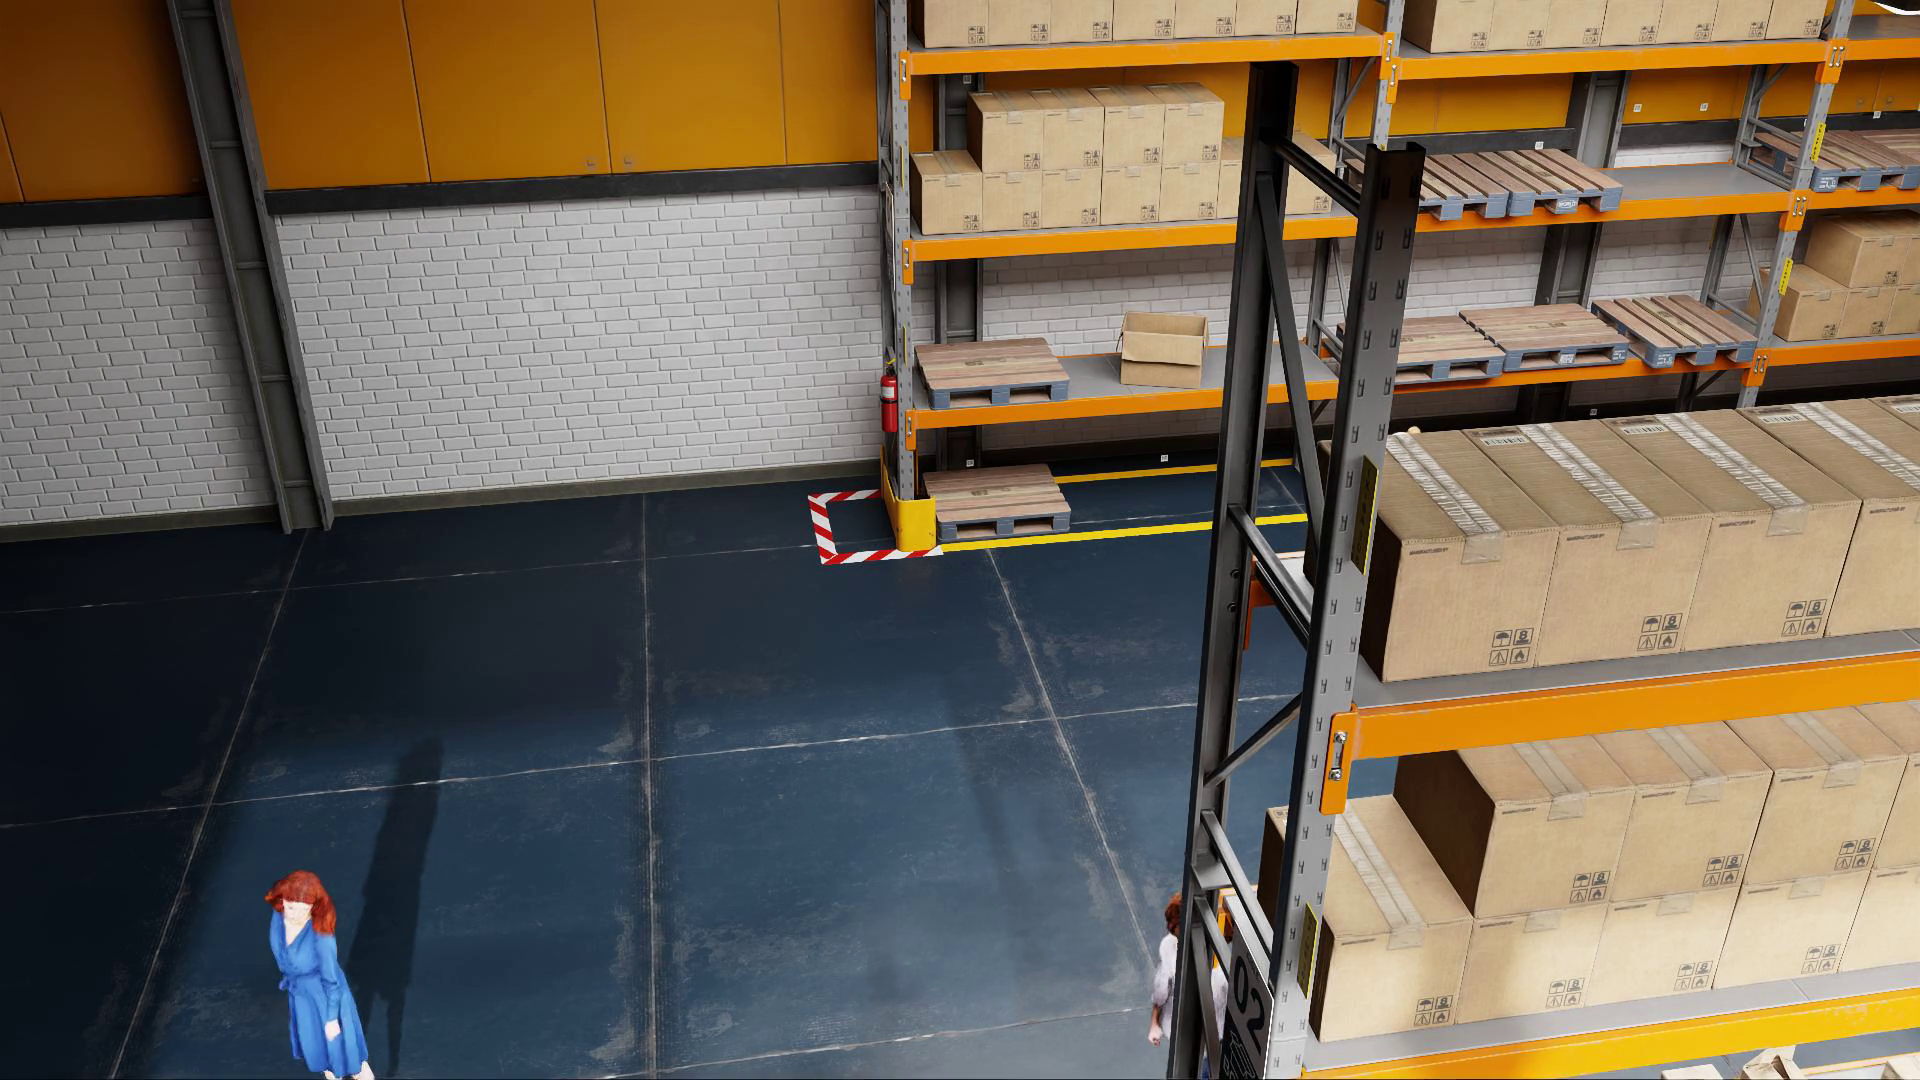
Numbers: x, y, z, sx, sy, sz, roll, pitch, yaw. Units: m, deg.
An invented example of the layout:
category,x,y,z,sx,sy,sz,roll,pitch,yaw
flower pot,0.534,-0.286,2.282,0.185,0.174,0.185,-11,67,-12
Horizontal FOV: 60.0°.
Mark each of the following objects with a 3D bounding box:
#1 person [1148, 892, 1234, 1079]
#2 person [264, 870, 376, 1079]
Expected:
category,x,y,z,sx,sy,sz,roll,pitch,yaw
person,1.140,2.538,8.451,0.897,1.686,0.974,23,36,35
person,-3.340,2.369,8.635,0.839,1.808,0.807,-18,33,-30
